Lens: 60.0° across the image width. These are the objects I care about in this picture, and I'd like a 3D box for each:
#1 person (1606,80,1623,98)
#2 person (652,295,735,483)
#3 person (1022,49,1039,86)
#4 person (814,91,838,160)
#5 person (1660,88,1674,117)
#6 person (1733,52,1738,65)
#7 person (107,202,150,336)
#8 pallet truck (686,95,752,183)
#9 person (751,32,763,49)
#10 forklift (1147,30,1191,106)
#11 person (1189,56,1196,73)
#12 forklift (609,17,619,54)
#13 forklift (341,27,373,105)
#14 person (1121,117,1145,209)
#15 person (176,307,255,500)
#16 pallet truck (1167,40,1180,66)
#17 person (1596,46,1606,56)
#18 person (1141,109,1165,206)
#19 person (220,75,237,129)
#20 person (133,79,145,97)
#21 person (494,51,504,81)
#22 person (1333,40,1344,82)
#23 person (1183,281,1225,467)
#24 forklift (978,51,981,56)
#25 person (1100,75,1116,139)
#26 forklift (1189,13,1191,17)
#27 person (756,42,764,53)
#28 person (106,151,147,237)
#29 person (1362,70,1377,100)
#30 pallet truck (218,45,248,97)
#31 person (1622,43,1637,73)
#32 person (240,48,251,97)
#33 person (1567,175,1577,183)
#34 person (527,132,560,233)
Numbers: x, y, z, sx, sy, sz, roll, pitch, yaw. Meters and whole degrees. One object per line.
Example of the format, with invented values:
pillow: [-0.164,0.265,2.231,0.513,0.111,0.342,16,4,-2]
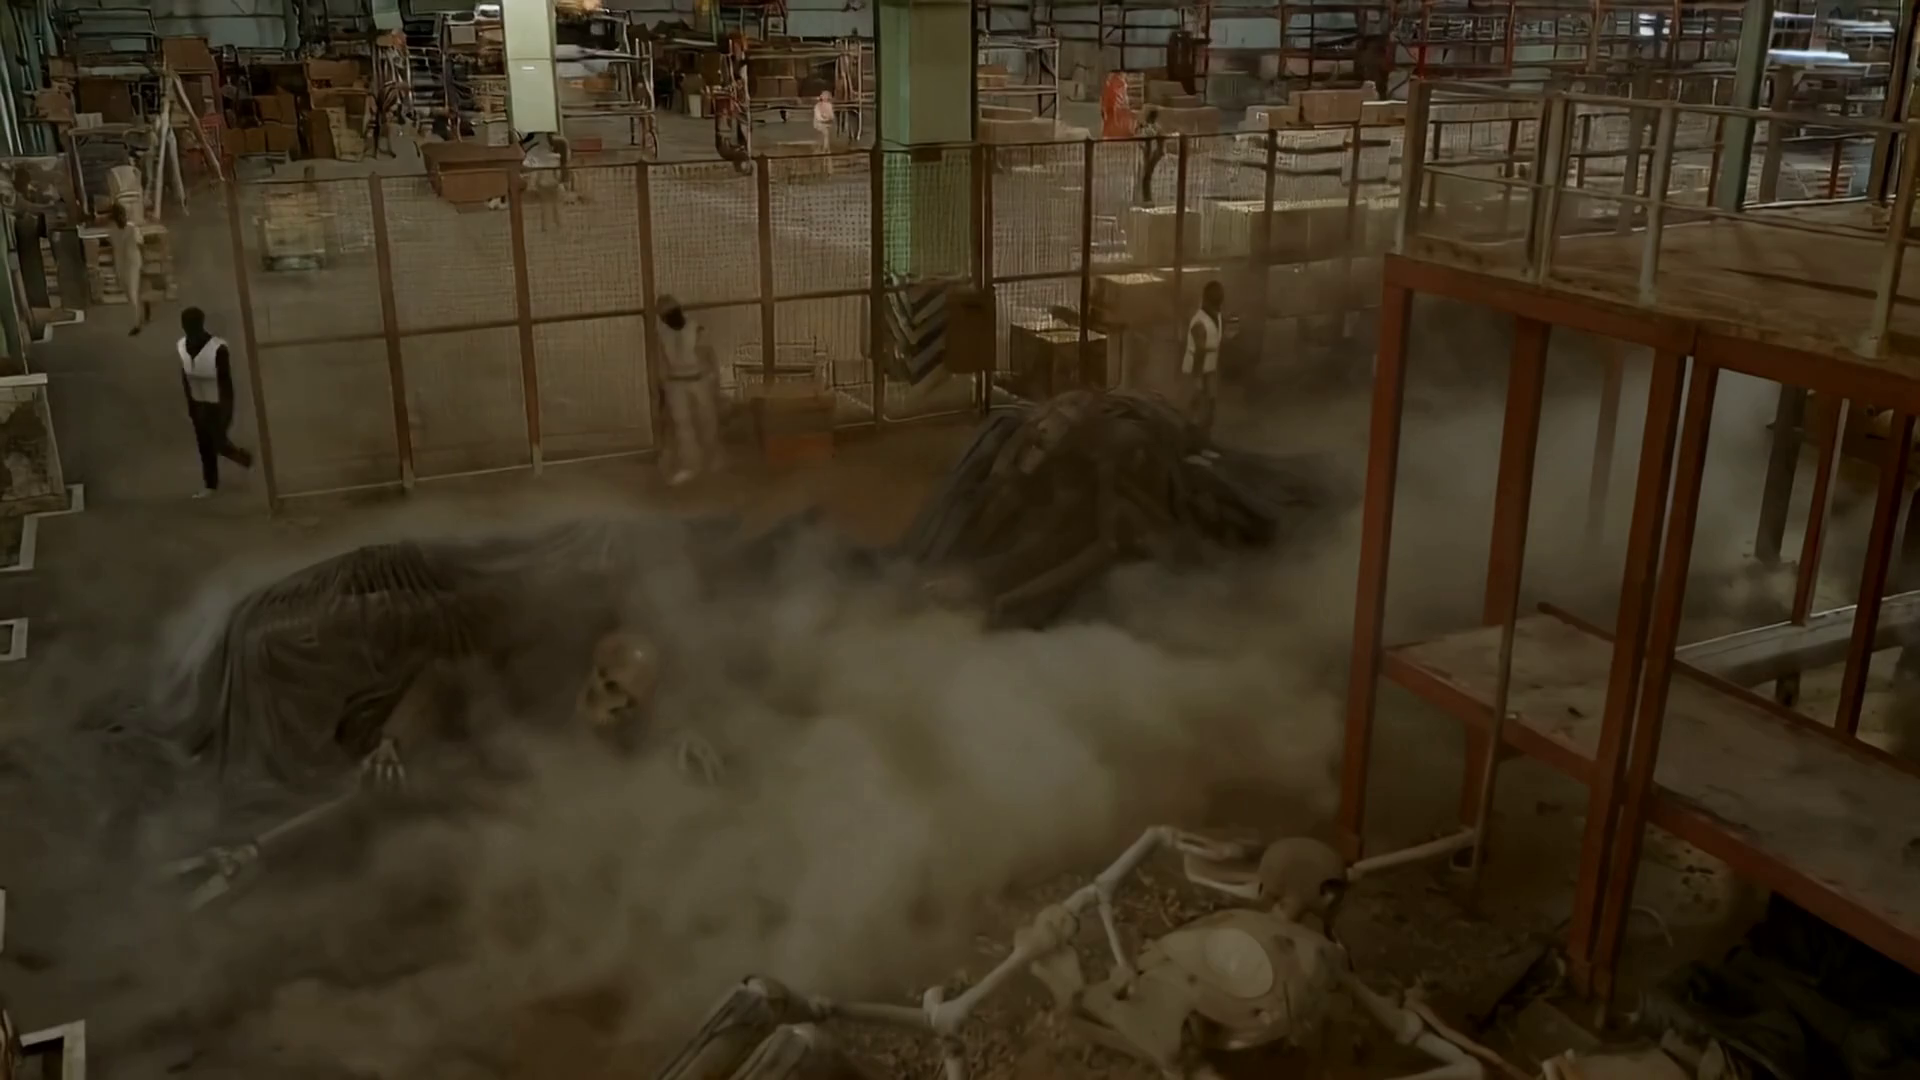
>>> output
person: [20.613,-13.778,52.530,0.500,1.609,0.694,4,19,10]
person: [-2.655,-1.513,16.556,0.753,1.900,0.488,1,19,2]
person: [2.970,-19.945,69.970,0.932,1.907,0.553,4,19,10]
person: [-3.525,-10.860,43.732,0.932,1.831,0.578,15,24,36]
person: [20.281,-12.133,47.740,0.348,1.623,0.558,2,19,7]
person: [31.651,-19.100,67.365,0.767,1.987,0.947,-15,24,-37]
person: [-11.624,-3.823,23.318,0.513,1.853,0.624,1,19,4]
pallet truck: [-5.836,-9.608,39.856,0.823,1.965,1.885,10,22,27]
person: [-9.602,-23.017,78.729,0.617,1.993,0.396,-3,19,-7]
forklift: [7.638,-16.440,58.326,1.873,2.768,1.129,-9,21,-25]
person: [8.821,-17.837,64.232,0.539,1.653,0.878,1,19,3]
forklift: [-15.114,-21.458,72.872,1.873,2.768,1.129,-4,19,-11]
forklift: [-22.275,-17.346,60.954,1.873,2.768,1.129,-9,21,-25]
person: [3.663,-8.010,35.346,0.597,1.914,0.485,-15,24,-37]
person: [-7.178,-1.337,16.024,0.635,1.900,0.539,7,20,20]
pallet truck: [9.045,-19.971,69.895,0.823,1.965,1.885,-3,19,-8]
person: [28.898,-21.533,75.022,0.507,1.605,0.795,-7,20,-19]
person: [4.138,-8.254,35.864,0.537,2.000,0.682,3,19,8]
person: [-23.121,-13.840,52.592,0.553,1.694,0.342,4,19,10]
person: [-25.350,-13.406,51.420,0.523,1.631,0.323,6,20,17]
person: [-17.243,-17.371,62.446,0.359,1.938,0.632,-18,26,-41]
person: [16.250,-20.446,71.364,0.353,1.936,0.634,-4,19,-12]
person: [2.501,-1.720,17.124,0.383,1.914,0.595,8,21,22]
forklift: [0.043,-24.921,82.913,1.873,2.768,1.129,-9,21,-25]
person: [4.429,-12.941,49.731,0.543,1.860,0.331,15,24,37]
forklift: [10.527,-23.763,79.555,1.129,2.768,1.873,-9,21,-25]
person: [-8.283,-19.740,69.315,0.376,1.940,0.629,6,20,17]
person: [-14.749,-5.947,29.478,0.429,1.841,0.633,16,25,39]
person: [12.478,-13.415,51.006,0.882,1.931,0.600,-10,21,-26]
pallet truck: [-28.879,-18.665,66.111,0.823,1.965,1.885,-3,19,-9]
person: [31.491,-22.827,78.470,0.938,1.795,0.647,-7,20,-20]
person: [-27.854,-18.258,65.040,0.379,1.922,0.592,-4,19,-12]
person: [9.362,-4.709,25.844,1.022,1.889,0.546,-1,19,-4]
person: [-8.040,-6.915,32.178,0.584,1.918,0.408,-7,20,-18]
